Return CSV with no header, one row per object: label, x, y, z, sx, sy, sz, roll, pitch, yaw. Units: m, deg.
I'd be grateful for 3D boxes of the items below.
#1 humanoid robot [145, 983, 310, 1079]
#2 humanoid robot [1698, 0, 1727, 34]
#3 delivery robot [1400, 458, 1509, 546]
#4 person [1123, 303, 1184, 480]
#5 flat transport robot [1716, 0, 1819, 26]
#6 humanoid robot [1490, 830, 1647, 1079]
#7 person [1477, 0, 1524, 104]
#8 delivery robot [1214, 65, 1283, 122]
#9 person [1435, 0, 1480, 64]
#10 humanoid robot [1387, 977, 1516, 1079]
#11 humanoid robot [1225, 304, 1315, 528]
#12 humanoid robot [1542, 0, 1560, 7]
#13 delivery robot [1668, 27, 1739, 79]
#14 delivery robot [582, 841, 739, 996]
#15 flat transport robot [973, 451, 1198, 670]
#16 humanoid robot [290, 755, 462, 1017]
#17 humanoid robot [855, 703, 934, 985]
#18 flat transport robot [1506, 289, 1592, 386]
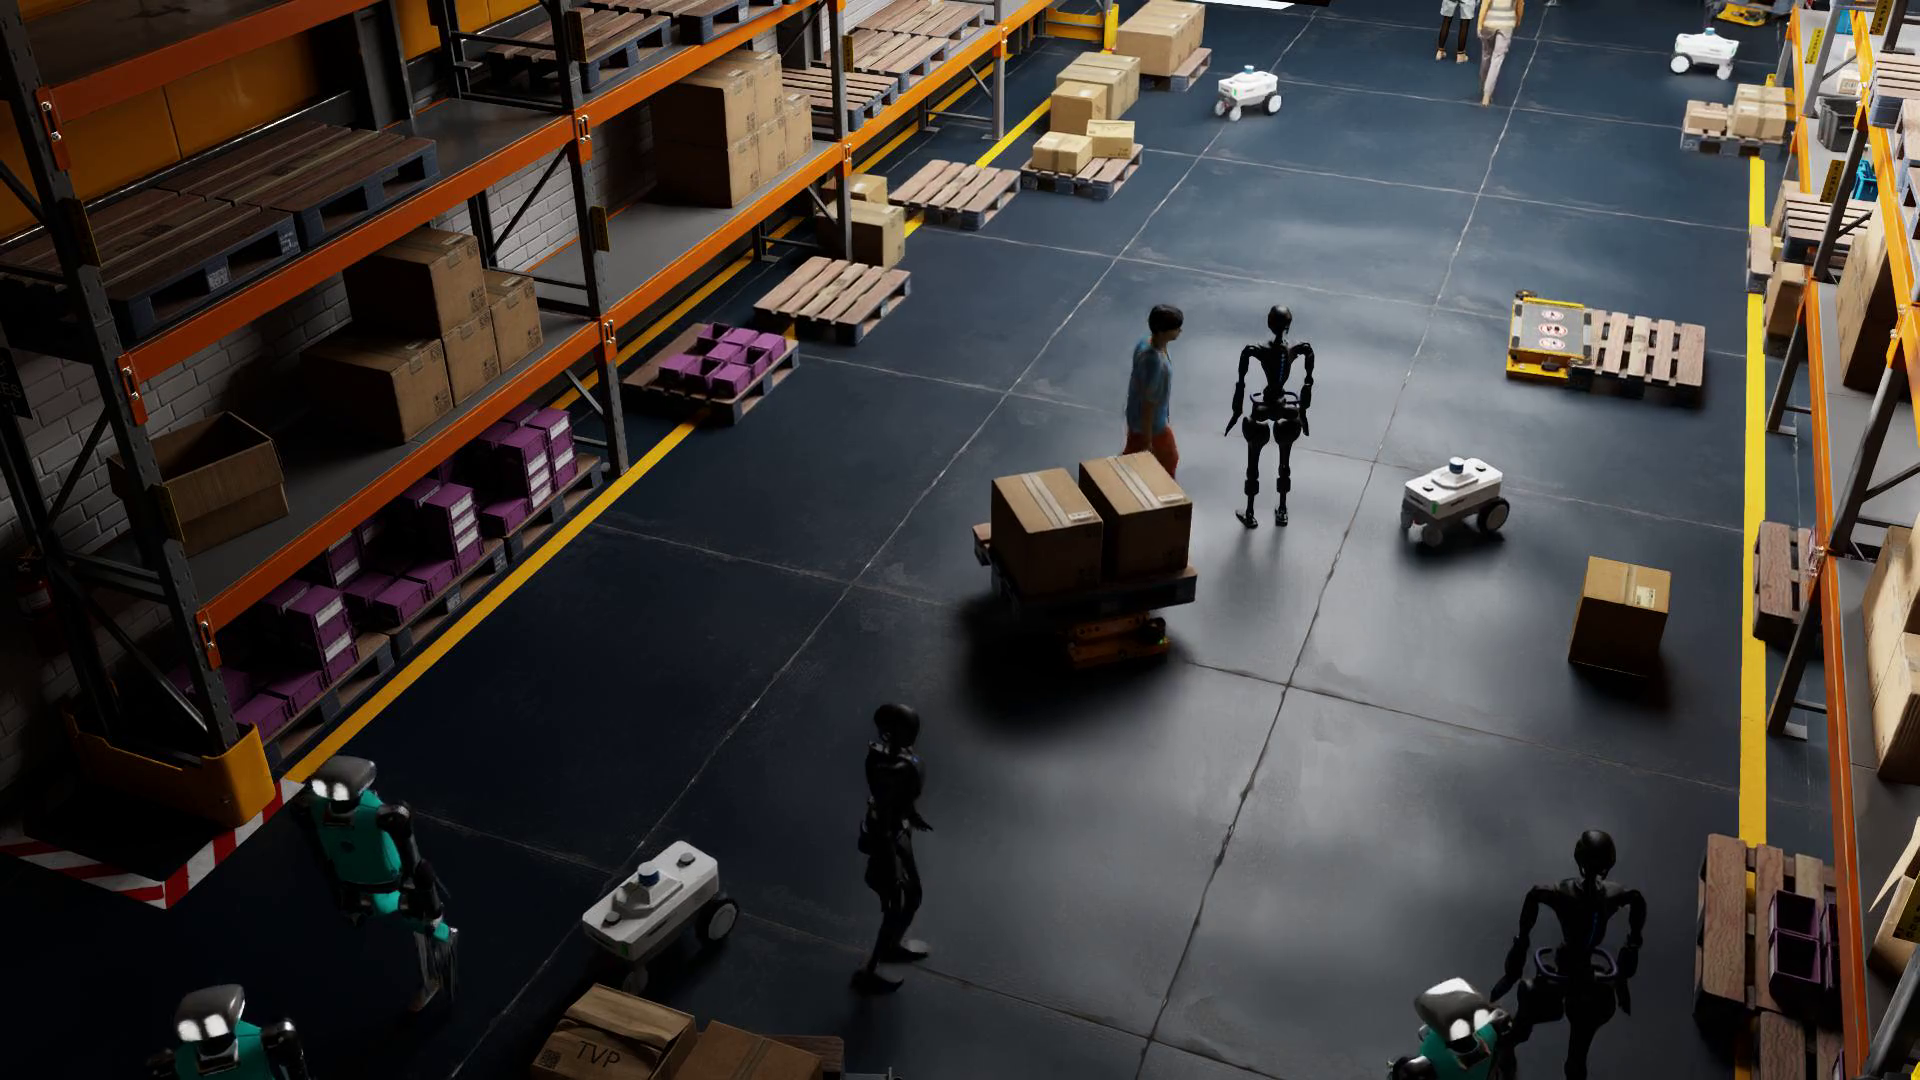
humanoid robot,-2.795,2.323,6.729,0.550,1.882,0.791,-10,34,-16
humanoid robot,9.476,-6.841,20.881,0.310,1.652,0.608,2,33,3
delivery robot,3.488,-0.318,11.795,0.733,0.566,0.503,-19,37,-26
person,1.265,-0.847,11.558,0.819,1.721,0.538,-8,34,-12
flat transport robot,11.054,-7.376,23.007,1.431,0.231,0.659,-25,40,-33
humanoid robot,2.685,1.931,7.346,0.609,1.623,0.777,0,33,1
person,6.376,-6.093,19.679,0.477,1.722,0.938,13,35,19
delivery robot,3.368,-5.236,19.439,0.801,0.602,0.499,-20,38,-28
person,6.306,-6.856,20.893,0.533,1.691,0.319,20,38,28
humanoid robot,1.741,2.300,6.704,0.582,1.785,0.891,-17,37,-24
humanoid robot,2.168,-0.870,11.626,0.599,1.658,0.315,-2,33,-4
humanoid robot,8.351,-8.266,22.962,0.731,1.724,0.532,11,35,17
delivery robot,9.275,-6.084,20.743,0.789,0.593,0.499,16,36,23
delivery robot,-1.548,1.874,8.417,0.499,0.583,0.774,22,39,30
flat transport robot,0.809,0.334,11.075,0.659,0.231,1.431,-10,34,-15
humanoid robot,-2.607,1.612,7.812,0.532,1.846,0.771,4,33,7
humanoid robot,-0.338,1.451,8.049,0.365,1.637,0.601,5,33,7
flat transport robot,5.070,-1.746,14.294,0.659,0.231,1.431,10,34,15
